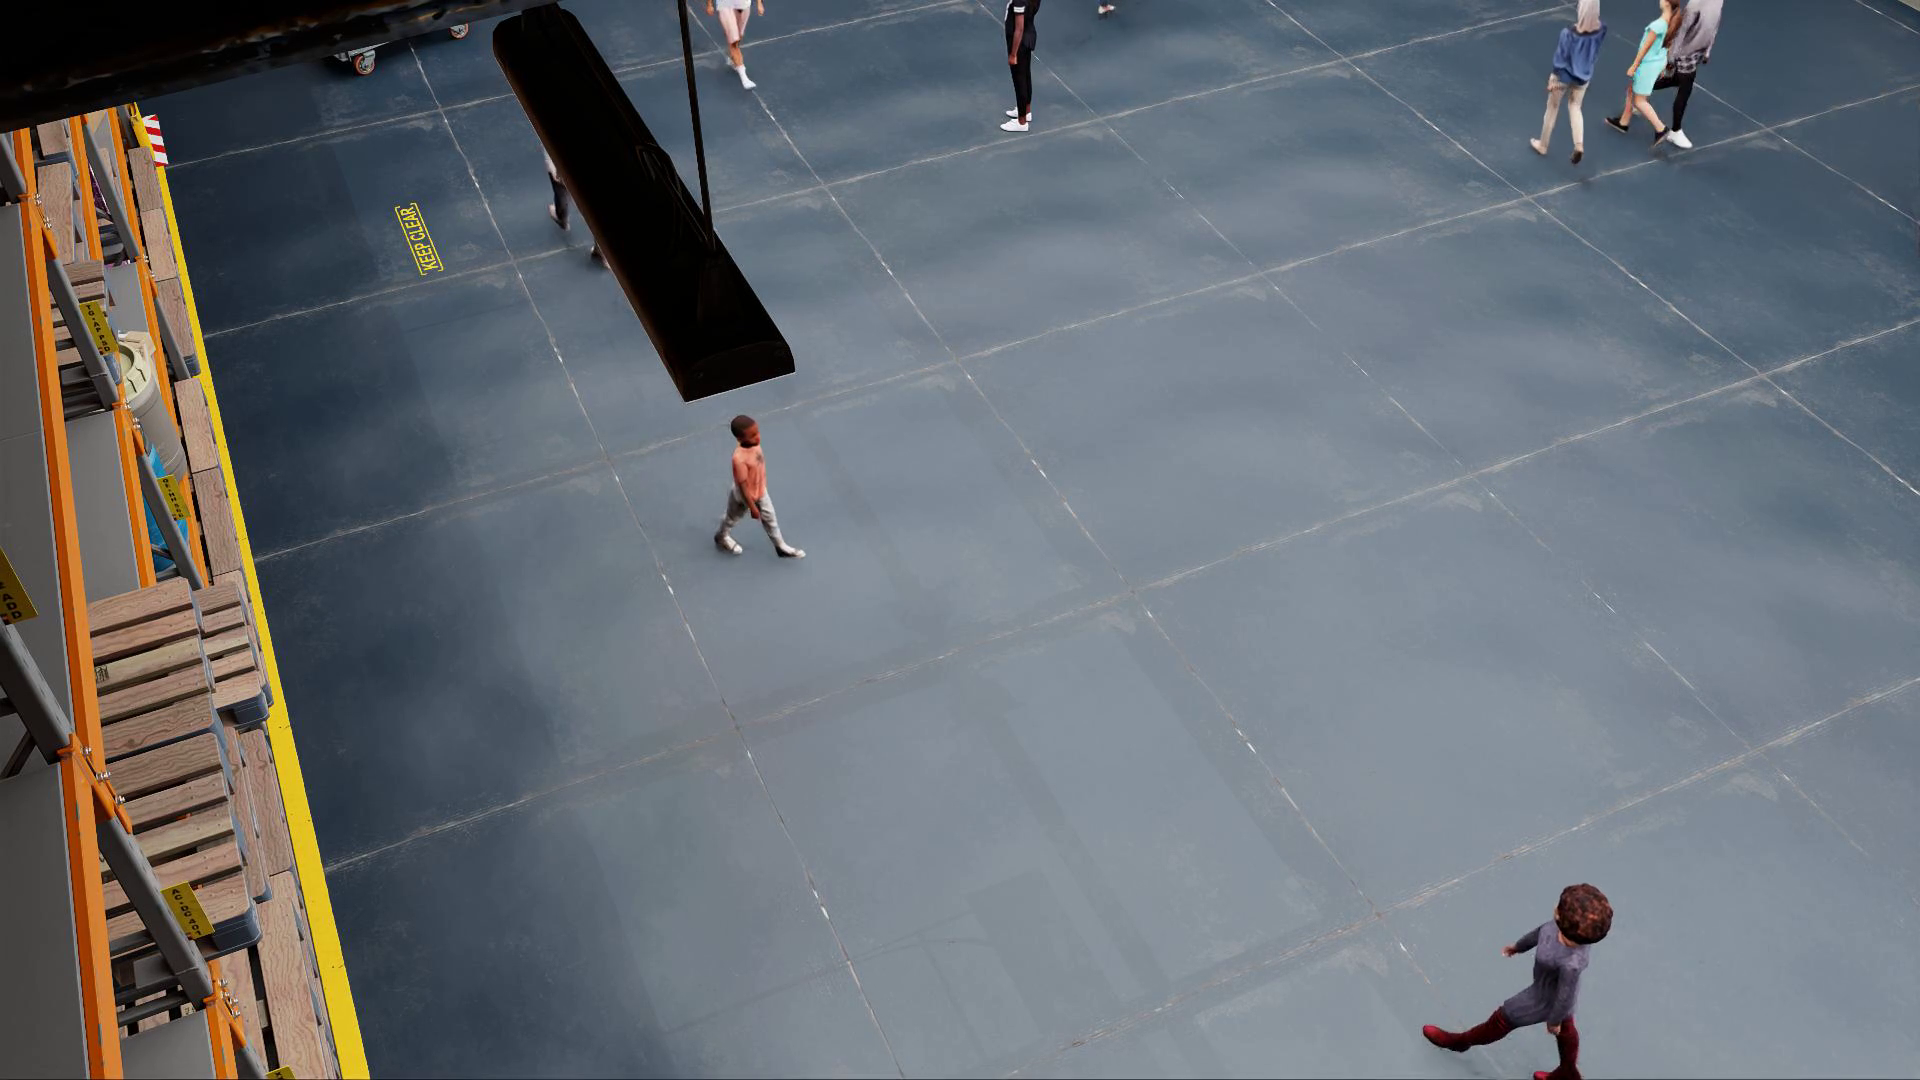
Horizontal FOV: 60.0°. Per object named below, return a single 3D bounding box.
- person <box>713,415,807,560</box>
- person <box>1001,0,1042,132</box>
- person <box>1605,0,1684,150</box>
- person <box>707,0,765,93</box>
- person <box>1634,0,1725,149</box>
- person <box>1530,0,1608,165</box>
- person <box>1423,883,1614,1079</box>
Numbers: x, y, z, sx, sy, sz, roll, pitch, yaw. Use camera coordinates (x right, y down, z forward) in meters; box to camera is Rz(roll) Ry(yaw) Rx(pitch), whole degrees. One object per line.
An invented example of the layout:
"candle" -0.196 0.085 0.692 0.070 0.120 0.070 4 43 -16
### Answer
"person" -1.563 -0.373 11.778 0.974 1.287 0.877 17 46 17
"person" 0.593 -4.803 16.110 0.776 1.725 0.706 11 45 11
"person" 6.671 -4.513 15.940 0.715 1.540 1.031 -30 51 -28
"person" -2.320 -5.458 16.794 0.717 1.730 1.141 -21 47 -21
"person" 6.934 -4.719 16.009 0.735 1.742 1.164 -25 49 -24
"person" 5.778 -4.295 15.607 0.748 1.684 0.989 -8 44 -9
"person" 3.143 2.374 8.615 1.134 1.673 1.003 19 47 19
